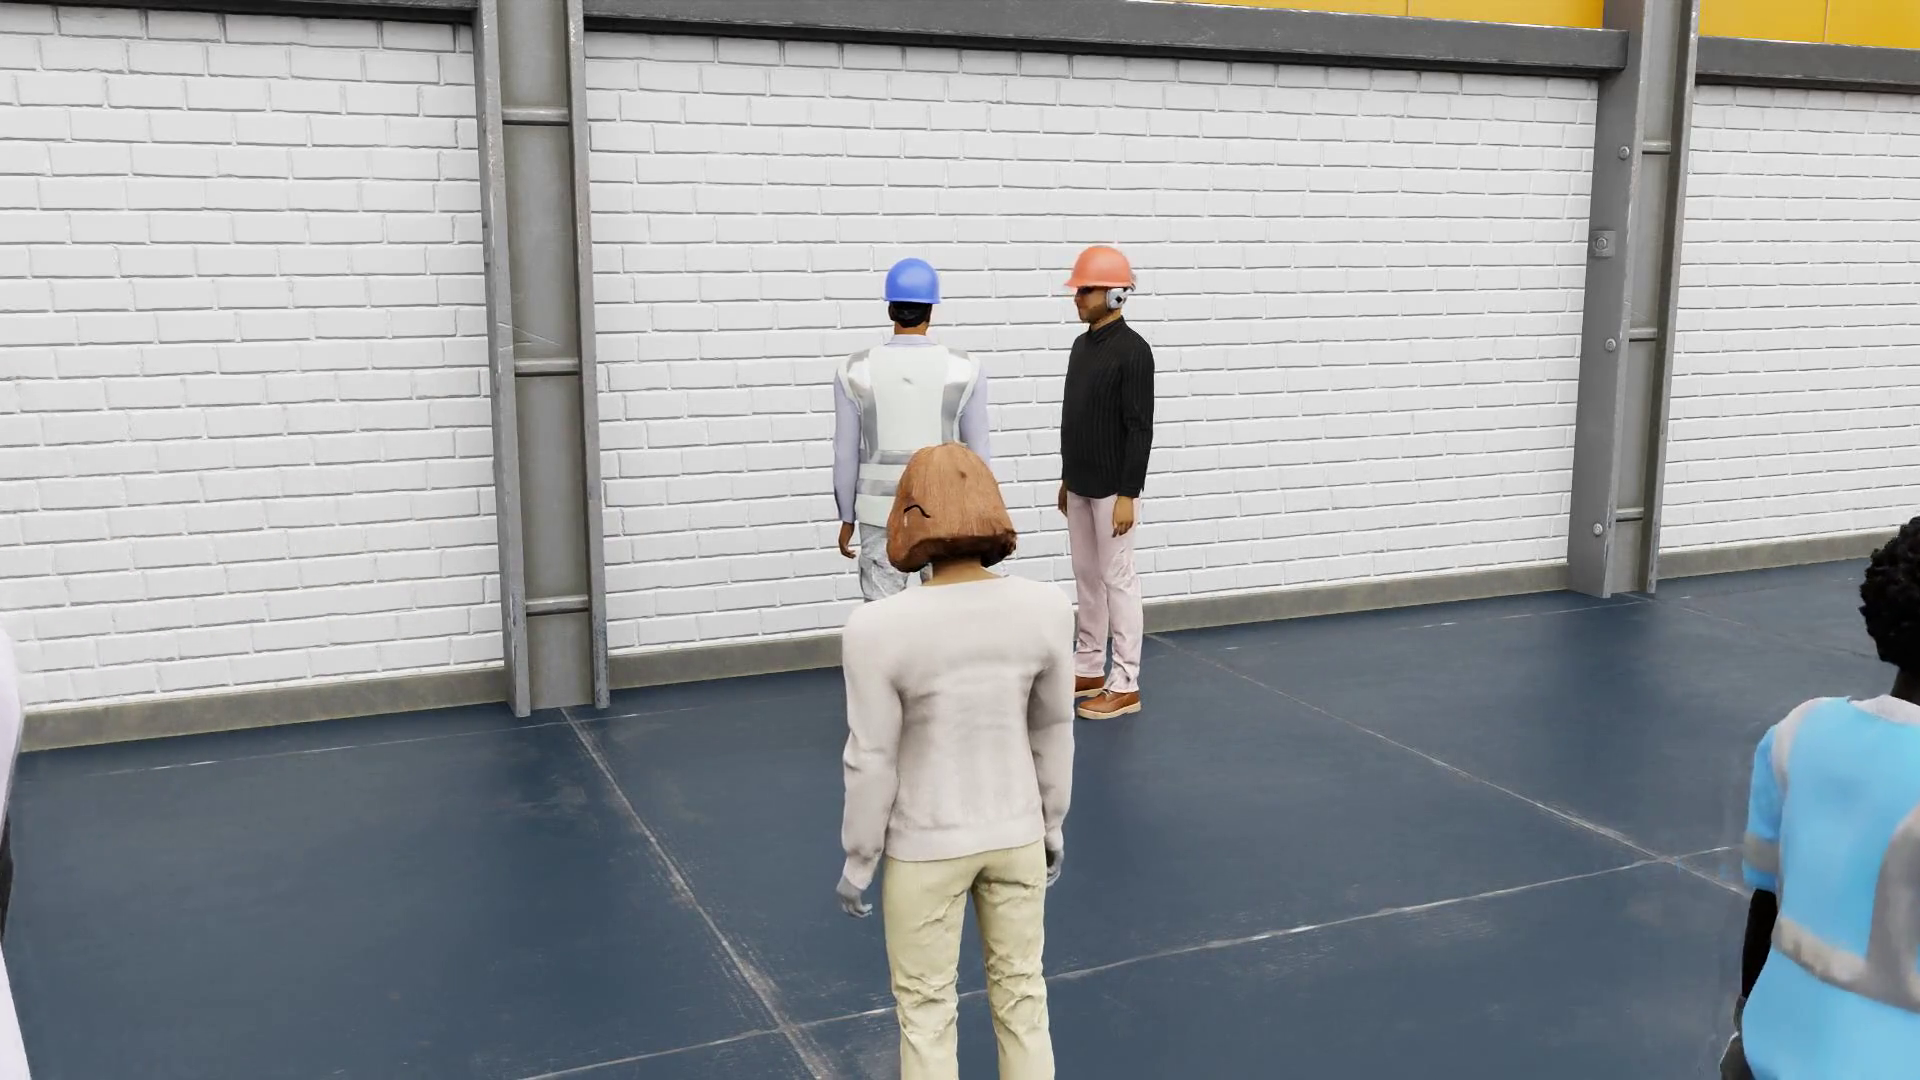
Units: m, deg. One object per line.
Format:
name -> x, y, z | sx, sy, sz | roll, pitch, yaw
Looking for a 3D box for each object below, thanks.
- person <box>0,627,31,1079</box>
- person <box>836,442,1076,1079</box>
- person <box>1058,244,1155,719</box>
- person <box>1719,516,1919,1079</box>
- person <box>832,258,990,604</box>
person -> -1.454, 0.721, 2.091 | 0.969, 1.867, 0.604 | 4, 11, 23
person -> -0.004, 0.618, 3.317 | 0.498, 1.633, 0.282 | -5, 11, -24
person -> 0.595, -0.247, 7.083 | 0.376, 1.997, 0.612 | -5, 11, -25
person -> 1.382, 0.780, 2.367 | 0.873, 1.653, 0.551 | -1, 10, -4
person -> -0.186, -0.106, 6.439 | 0.607, 1.947, 0.406 | 0, 10, 1
